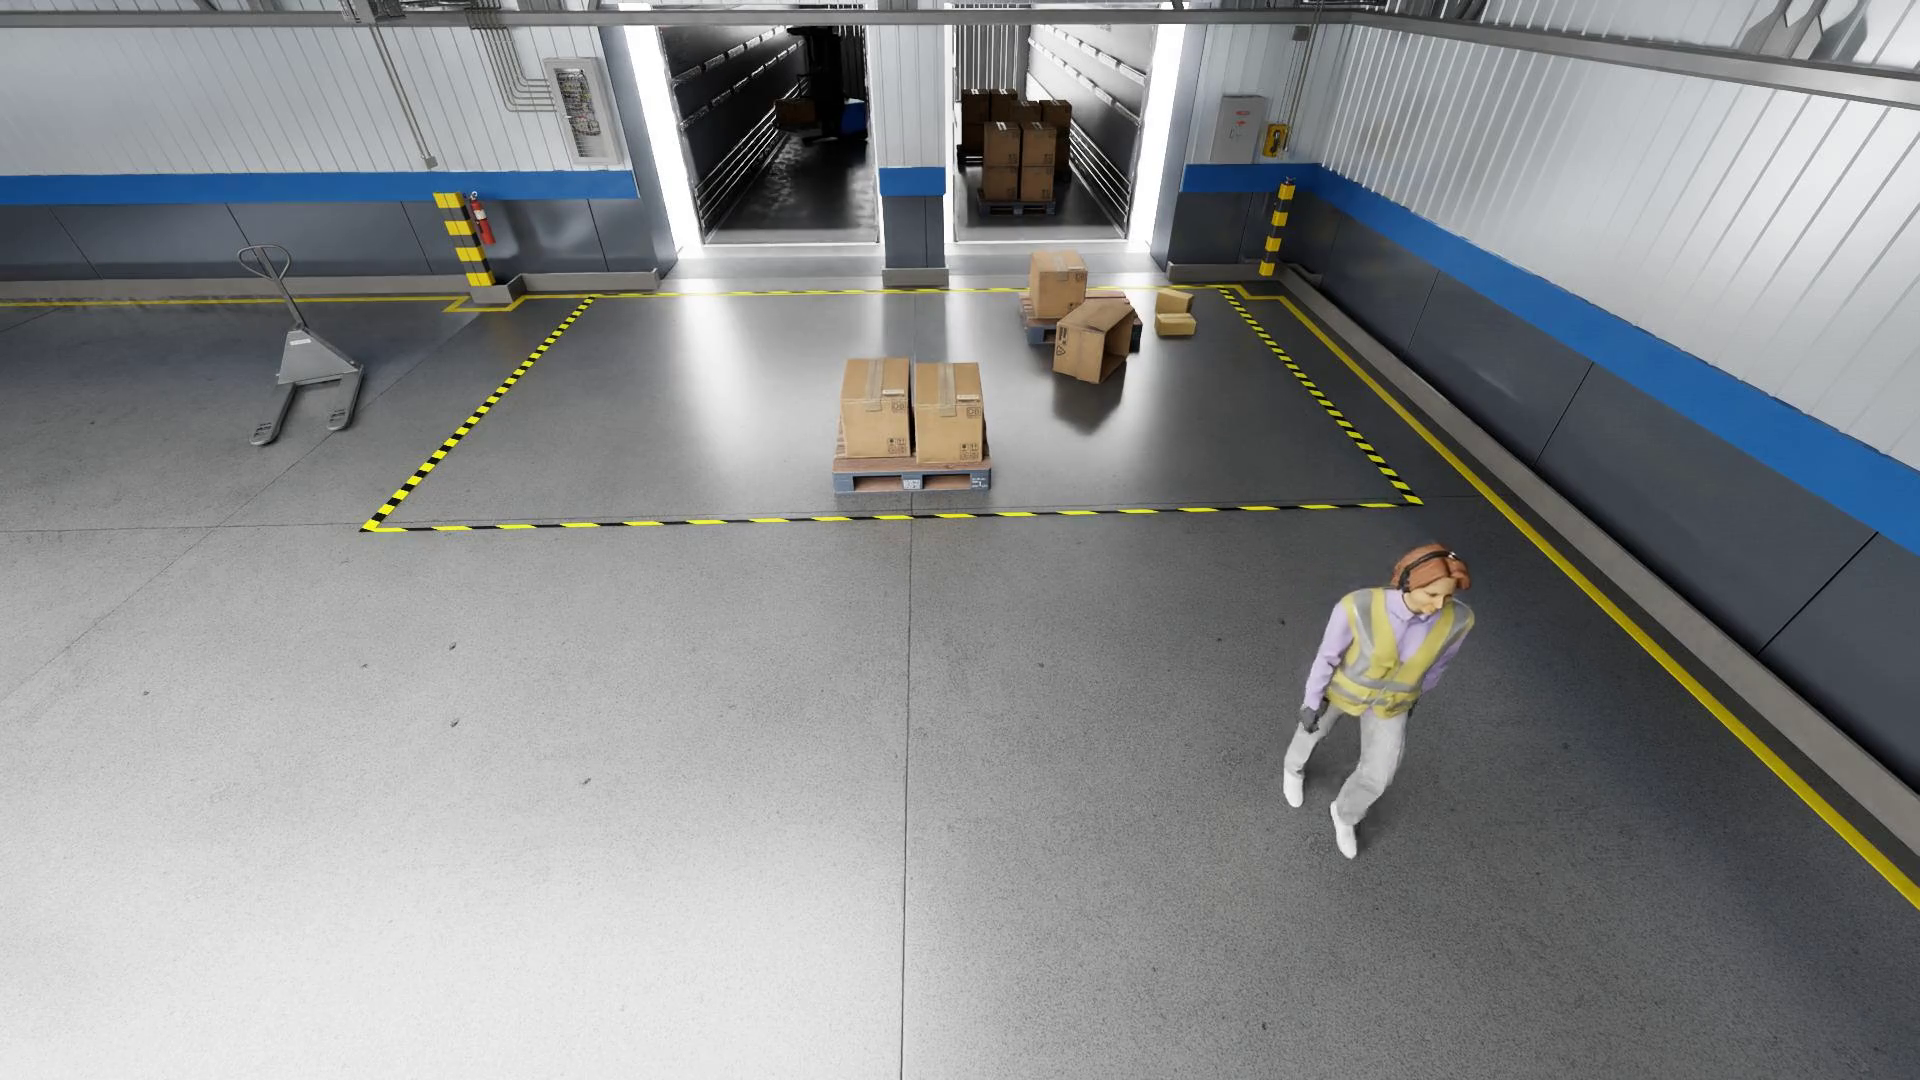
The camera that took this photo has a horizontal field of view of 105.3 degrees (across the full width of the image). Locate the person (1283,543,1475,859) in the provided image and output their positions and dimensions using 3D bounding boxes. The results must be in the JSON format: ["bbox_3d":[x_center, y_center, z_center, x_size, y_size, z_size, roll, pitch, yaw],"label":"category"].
[{"bbox_3d":[1.660,0.667,3.027,0.512,1.626,0.481,8,39,11],"label":"person"}]

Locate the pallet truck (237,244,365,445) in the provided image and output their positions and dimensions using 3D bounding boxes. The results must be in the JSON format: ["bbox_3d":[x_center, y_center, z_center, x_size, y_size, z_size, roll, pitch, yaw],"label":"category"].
[{"bbox_3d":[-5.915,-1.733,6.366,0.680,1.201,1.601,-18,42,-21],"label":"pallet truck"}]

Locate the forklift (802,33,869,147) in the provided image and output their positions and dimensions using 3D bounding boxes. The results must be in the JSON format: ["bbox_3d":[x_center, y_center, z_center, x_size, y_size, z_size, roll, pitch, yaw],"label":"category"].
[{"bbox_3d":[-2.587,-9.728,15.796,0.776,2.013,0.716,-30,47,-32],"label":"forklift"}]
